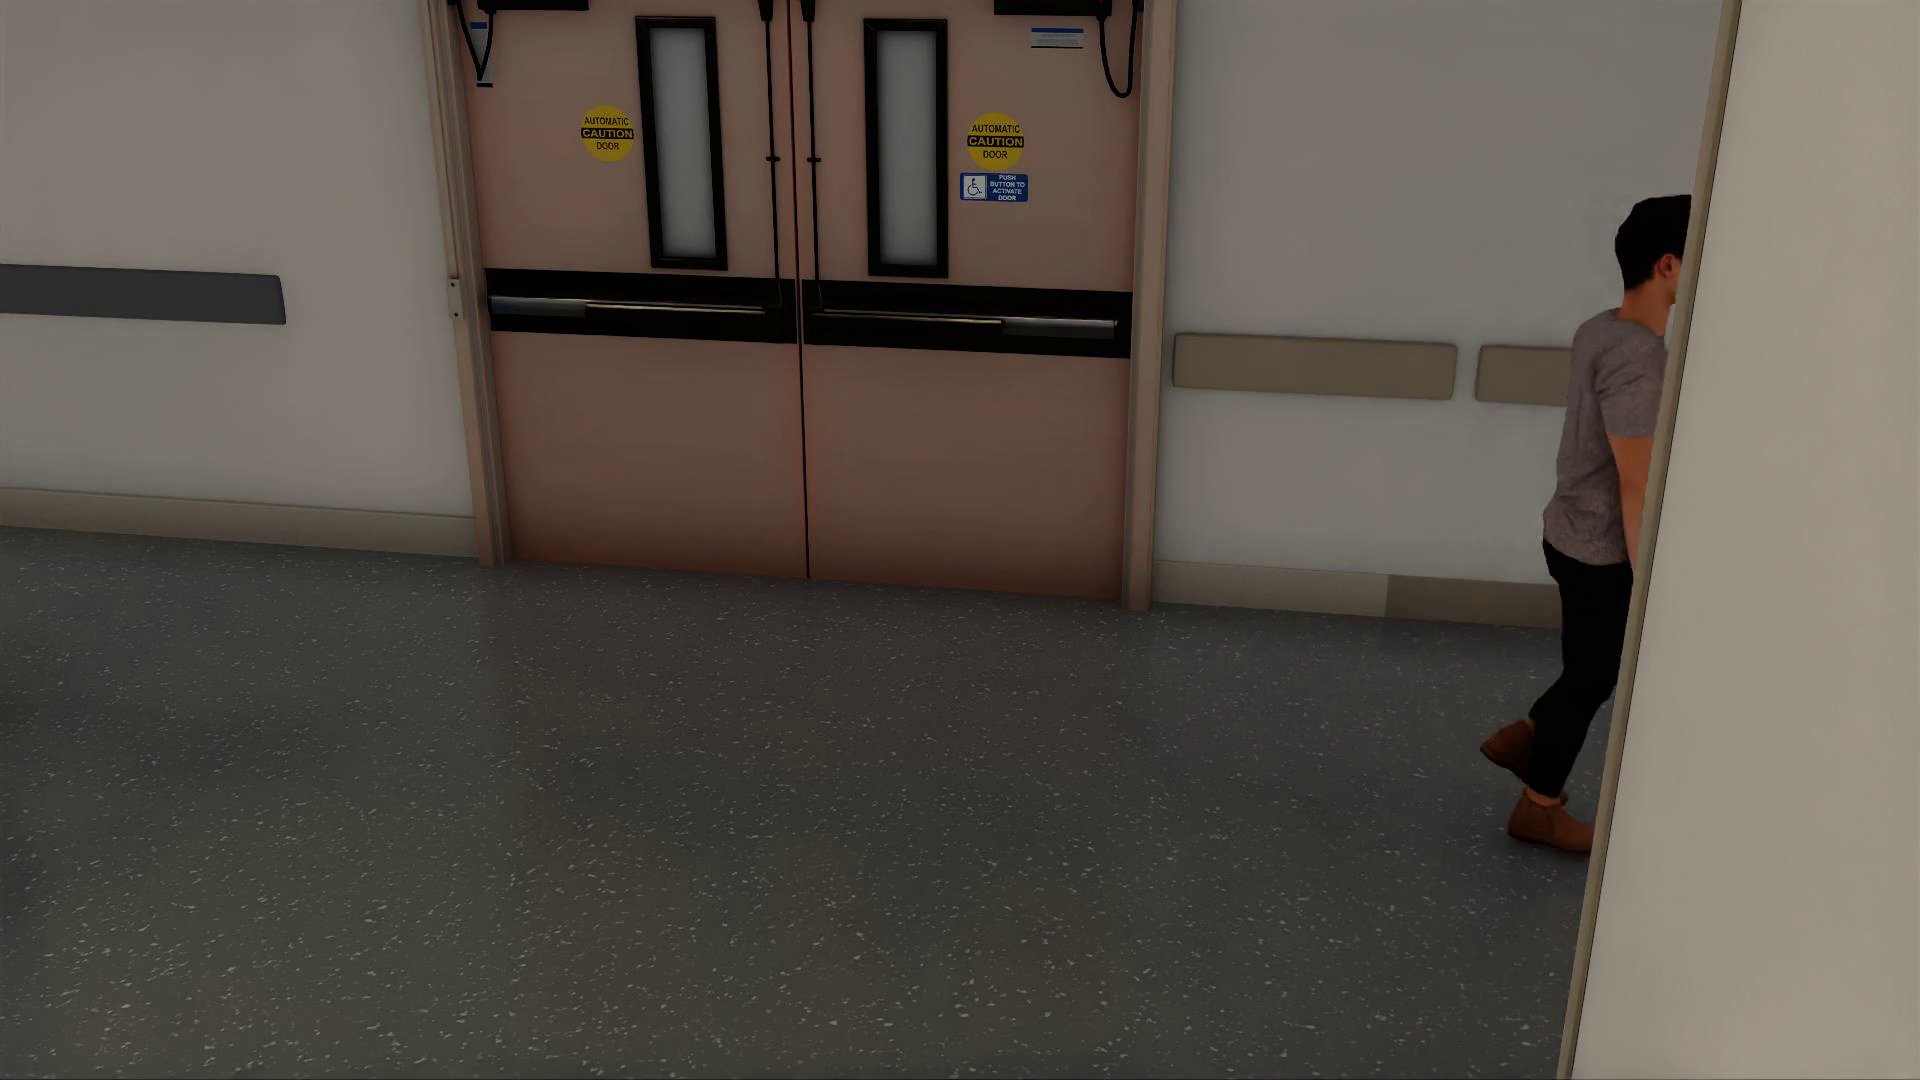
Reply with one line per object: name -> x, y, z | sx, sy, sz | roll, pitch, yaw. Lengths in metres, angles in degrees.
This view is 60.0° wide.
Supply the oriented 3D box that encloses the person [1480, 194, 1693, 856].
person -> 1.534, -0.011, 4.209 | 0.702, 1.702, 0.676 | 8, 22, 19
